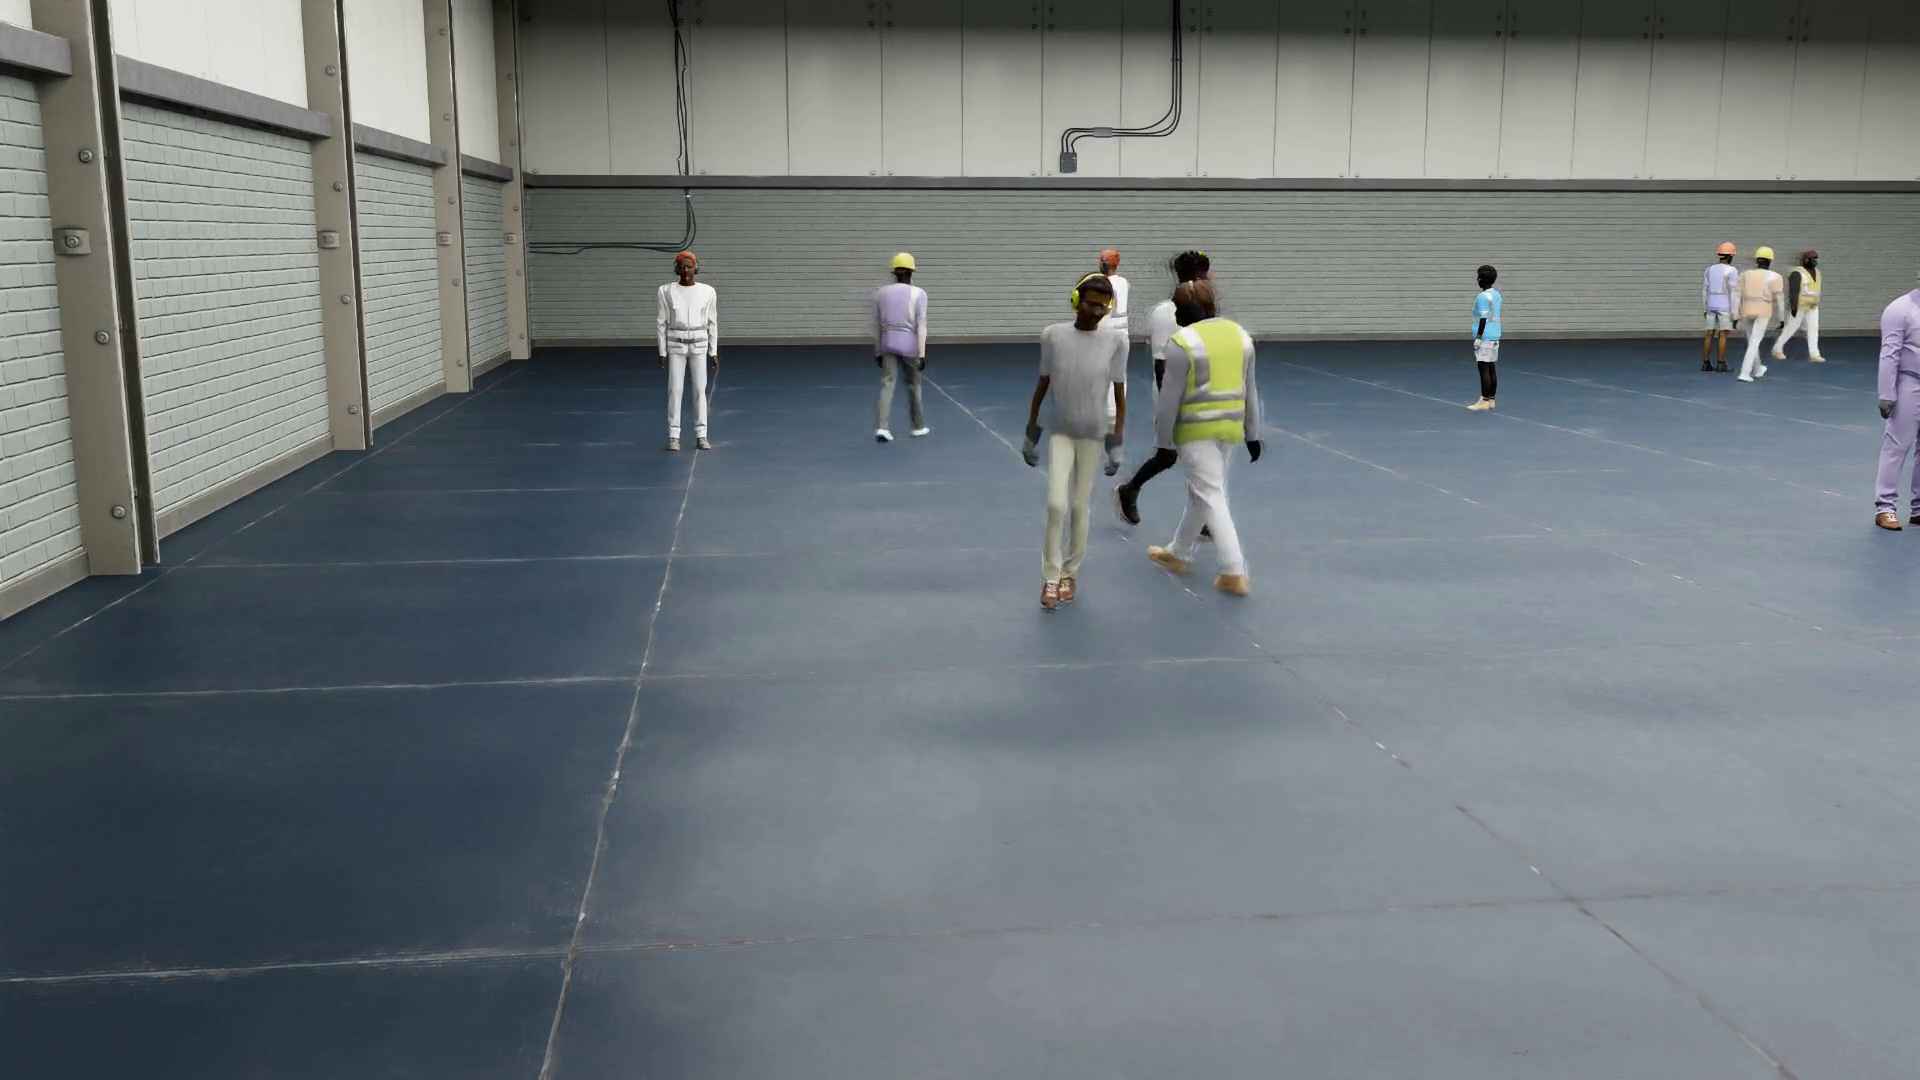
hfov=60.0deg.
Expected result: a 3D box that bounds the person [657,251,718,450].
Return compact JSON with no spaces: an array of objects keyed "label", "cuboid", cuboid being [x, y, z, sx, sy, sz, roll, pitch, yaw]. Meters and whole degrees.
[{"label":"person","cuboid":[-2.589,-1.792,15.829,0.574,1.883,0.355,-3,11,-14]}]

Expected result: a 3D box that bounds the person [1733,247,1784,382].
[{"label":"person","cuboid":[11.267,-3.171,23.407,1.000,1.870,0.617,-9,14,-40]}]

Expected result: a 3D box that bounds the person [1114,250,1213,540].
[{"label":"person","cuboid":[1.437,-0.978,11.219,0.607,1.942,0.782,-9,14,-40]}]

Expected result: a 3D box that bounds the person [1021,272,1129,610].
[{"label":"person","cuboid":[0.611,-0.533,9.070,0.596,1.829,0.698,1,10,6]}]

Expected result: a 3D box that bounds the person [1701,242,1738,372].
[{"label":"person","cuboid":[11.421,-3.483,24.950,0.369,1.935,0.552,-6,12,-28]}]

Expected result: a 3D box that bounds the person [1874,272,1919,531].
[{"label":"person","cuboid":[6.675,-1.012,11.499,0.651,1.902,0.403,-2,10,-8]}]

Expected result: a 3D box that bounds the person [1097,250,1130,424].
[{"label":"person","cuboid":[1.629,-2.191,18.015,0.357,1.883,0.573,6,12,31]}]

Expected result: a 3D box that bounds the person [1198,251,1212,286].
[{"label":"person","cuboid":[4.360,-4.409,30.494,0.524,1.770,0.315,-4,11,-21]}]

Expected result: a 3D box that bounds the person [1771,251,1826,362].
[{"label":"person","cuboid":[13.766,-3.830,27.227,0.635,1.809,0.910,-4,11,-23]}]

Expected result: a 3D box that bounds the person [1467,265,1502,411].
[{"label":"person","cuboid":[6.119,-2.347,19.373,0.317,1.697,0.540,7,13,35]}]

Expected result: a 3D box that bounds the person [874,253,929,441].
[{"label":"person","cuboid":[-0.606,-1.923,16.614,0.592,1.873,0.999,3,11,18]}]

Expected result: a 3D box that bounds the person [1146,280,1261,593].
[{"label":"person","cuboid":[1.399,-0.610,9.656,0.657,1.776,0.972,-7,12,-34]}]
